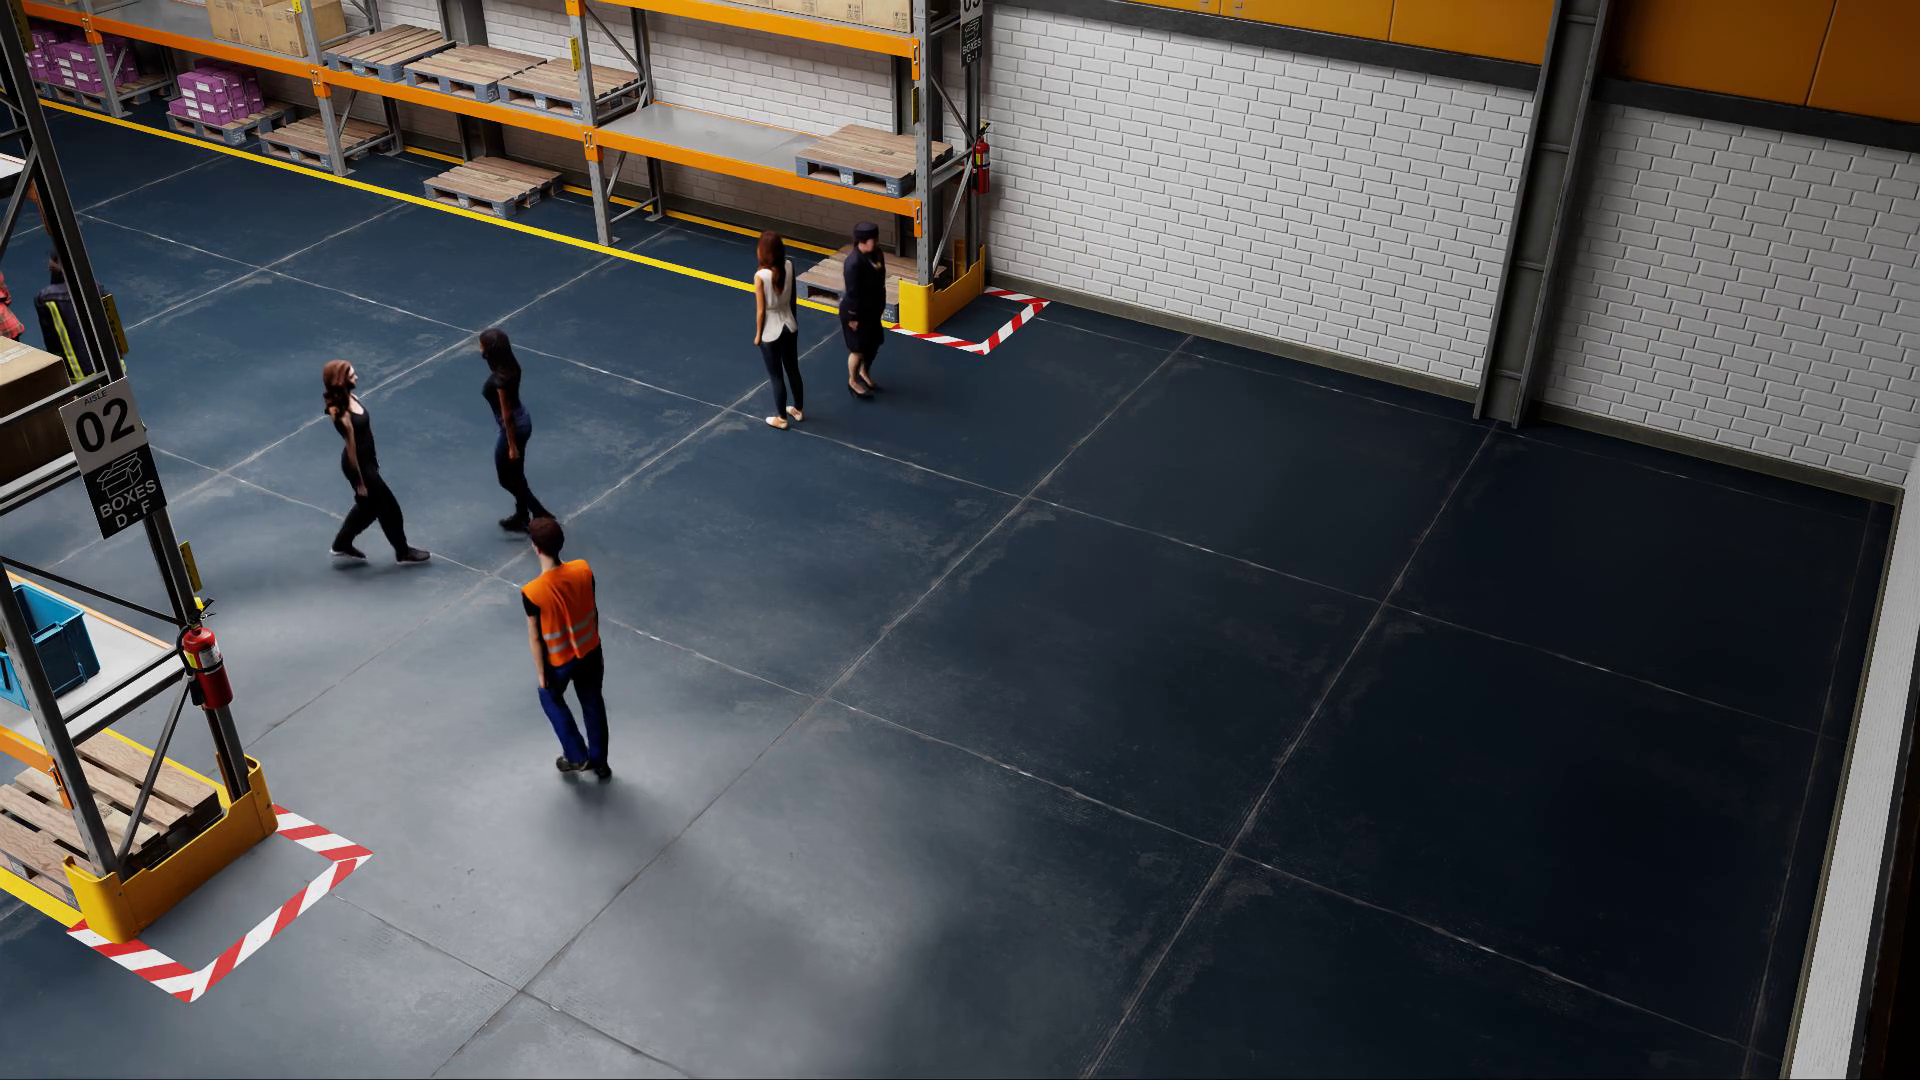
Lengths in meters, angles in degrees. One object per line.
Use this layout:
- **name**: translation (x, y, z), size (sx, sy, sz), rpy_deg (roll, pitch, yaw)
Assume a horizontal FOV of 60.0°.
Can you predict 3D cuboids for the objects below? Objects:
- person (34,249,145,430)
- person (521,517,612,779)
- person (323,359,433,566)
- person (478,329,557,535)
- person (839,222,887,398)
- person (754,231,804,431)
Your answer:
- **person**: translation (-7.209, -1.569, 13.735), size (0.874, 1.863, 0.867), rpy_deg (-22, 39, -29)
- **person**: translation (-2.347, 0.735, 10.262), size (0.783, 1.871, 0.788), rpy_deg (-25, 41, -33)
- **person**: translation (-4.510, -0.540, 12.313), size (1.060, 1.723, 0.966), rpy_deg (-6, 34, -10)
- **person**: translation (-3.399, -0.788, 12.685), size (0.864, 1.724, 0.791), rpy_deg (2, 34, 3)
- **person**: translation (-0.870, -2.002, 14.568), size (0.634, 1.660, 0.705), rpy_deg (19, 38, 26)
- **person**: translation (-1.534, -1.775, 14.116), size (0.657, 1.784, 0.616), rpy_deg (-29, 43, -36)
